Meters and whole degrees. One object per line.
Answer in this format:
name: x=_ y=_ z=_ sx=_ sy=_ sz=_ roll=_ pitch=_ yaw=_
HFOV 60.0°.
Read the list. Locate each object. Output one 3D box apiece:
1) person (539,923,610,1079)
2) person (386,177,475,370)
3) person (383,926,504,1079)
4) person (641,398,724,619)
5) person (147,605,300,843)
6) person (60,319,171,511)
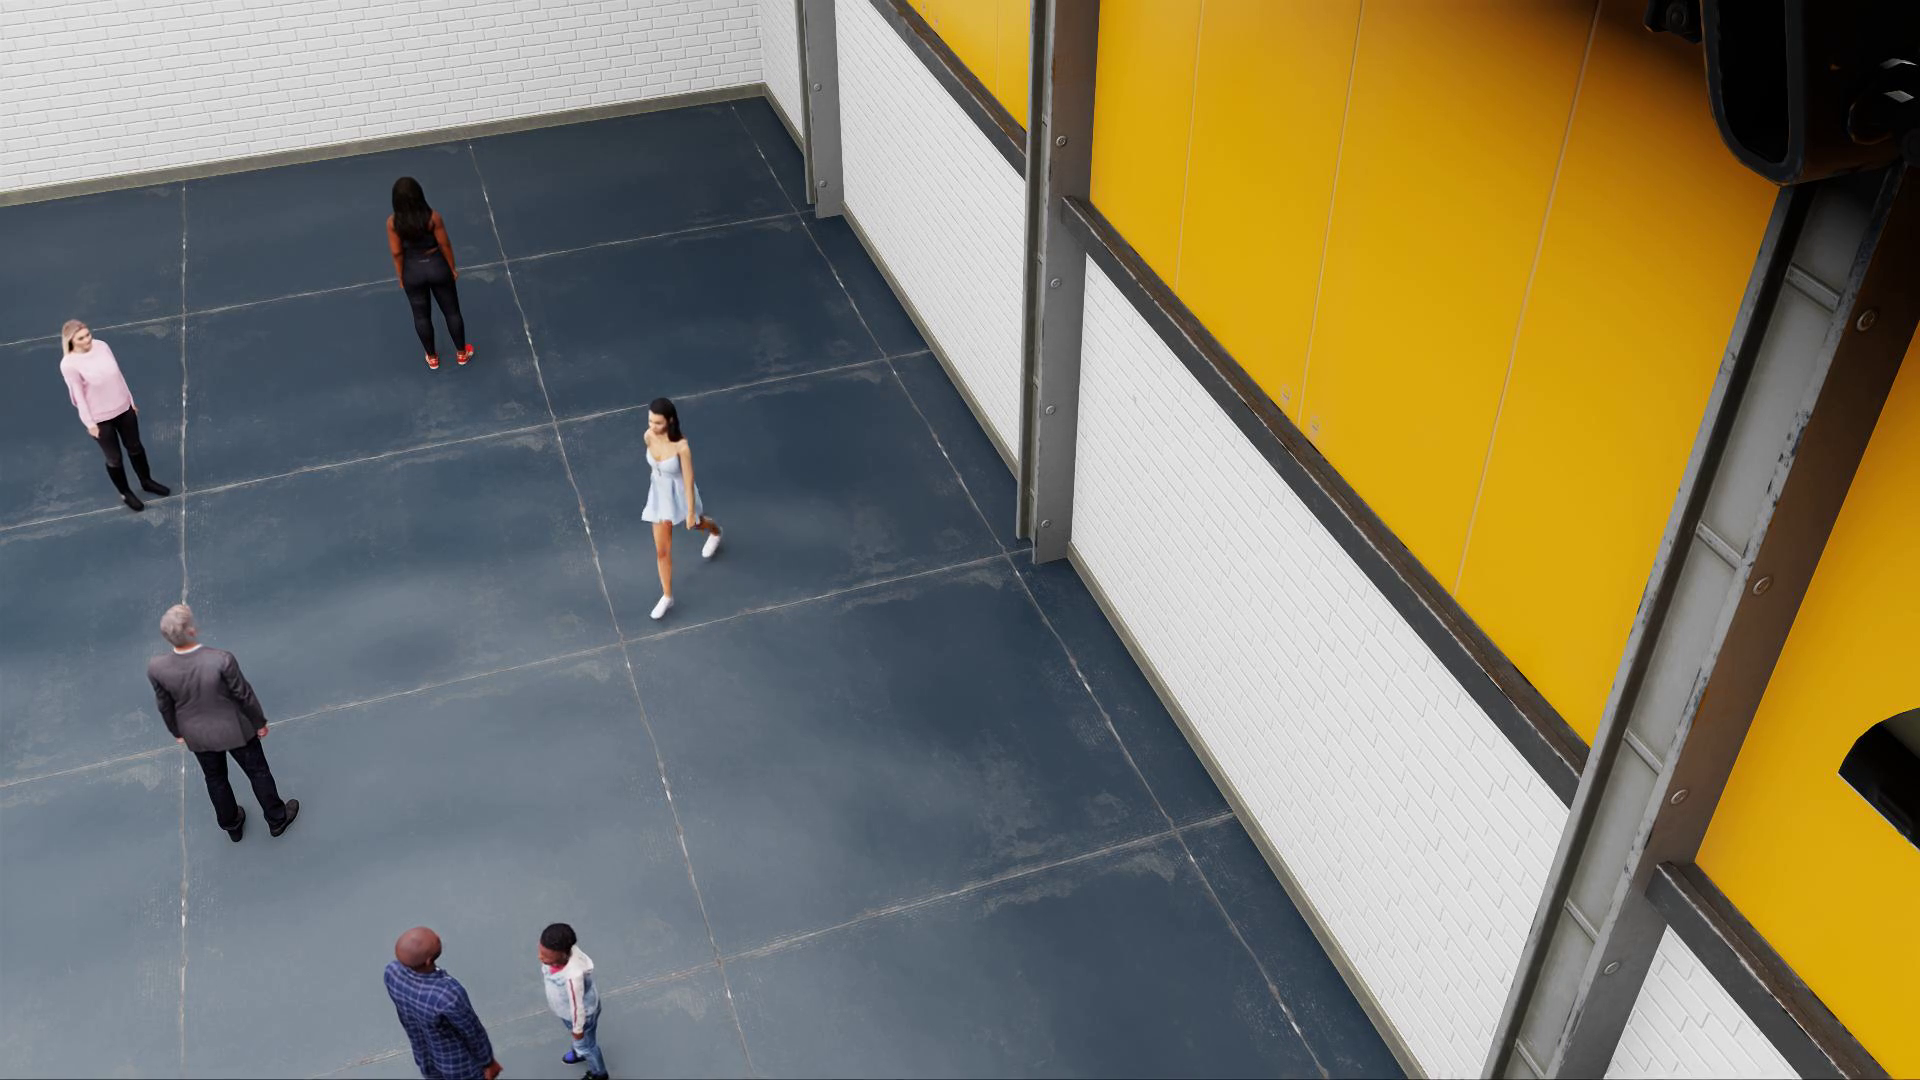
person: x=-2.059 y=2.480 z=8.930 sx=0.571 sy=1.257 sz=0.455 roll=-17 pitch=42 yaw=-21
person: x=-4.651 y=-2.330 z=14.506 sx=0.696 sy=1.815 sz=0.651 roll=-8 pitch=39 yaw=-9
person: x=-2.568 y=2.566 z=8.372 sx=0.758 sy=1.818 sz=0.823 roll=18 pitch=42 yaw=21
person: x=-2.011 y=-0.348 z=12.134 sx=1.149 sy=1.678 sz=1.222 roll=16 pitch=41 yaw=19
person: x=-4.532 y=1.125 z=10.161 sx=0.777 sy=1.837 sz=0.666 roll=-5 pitch=39 yaw=-6
person: x=-6.644 y=-1.000 z=12.945 sx=0.747 sy=1.685 sz=0.691 roll=17 pitch=42 yaw=20
